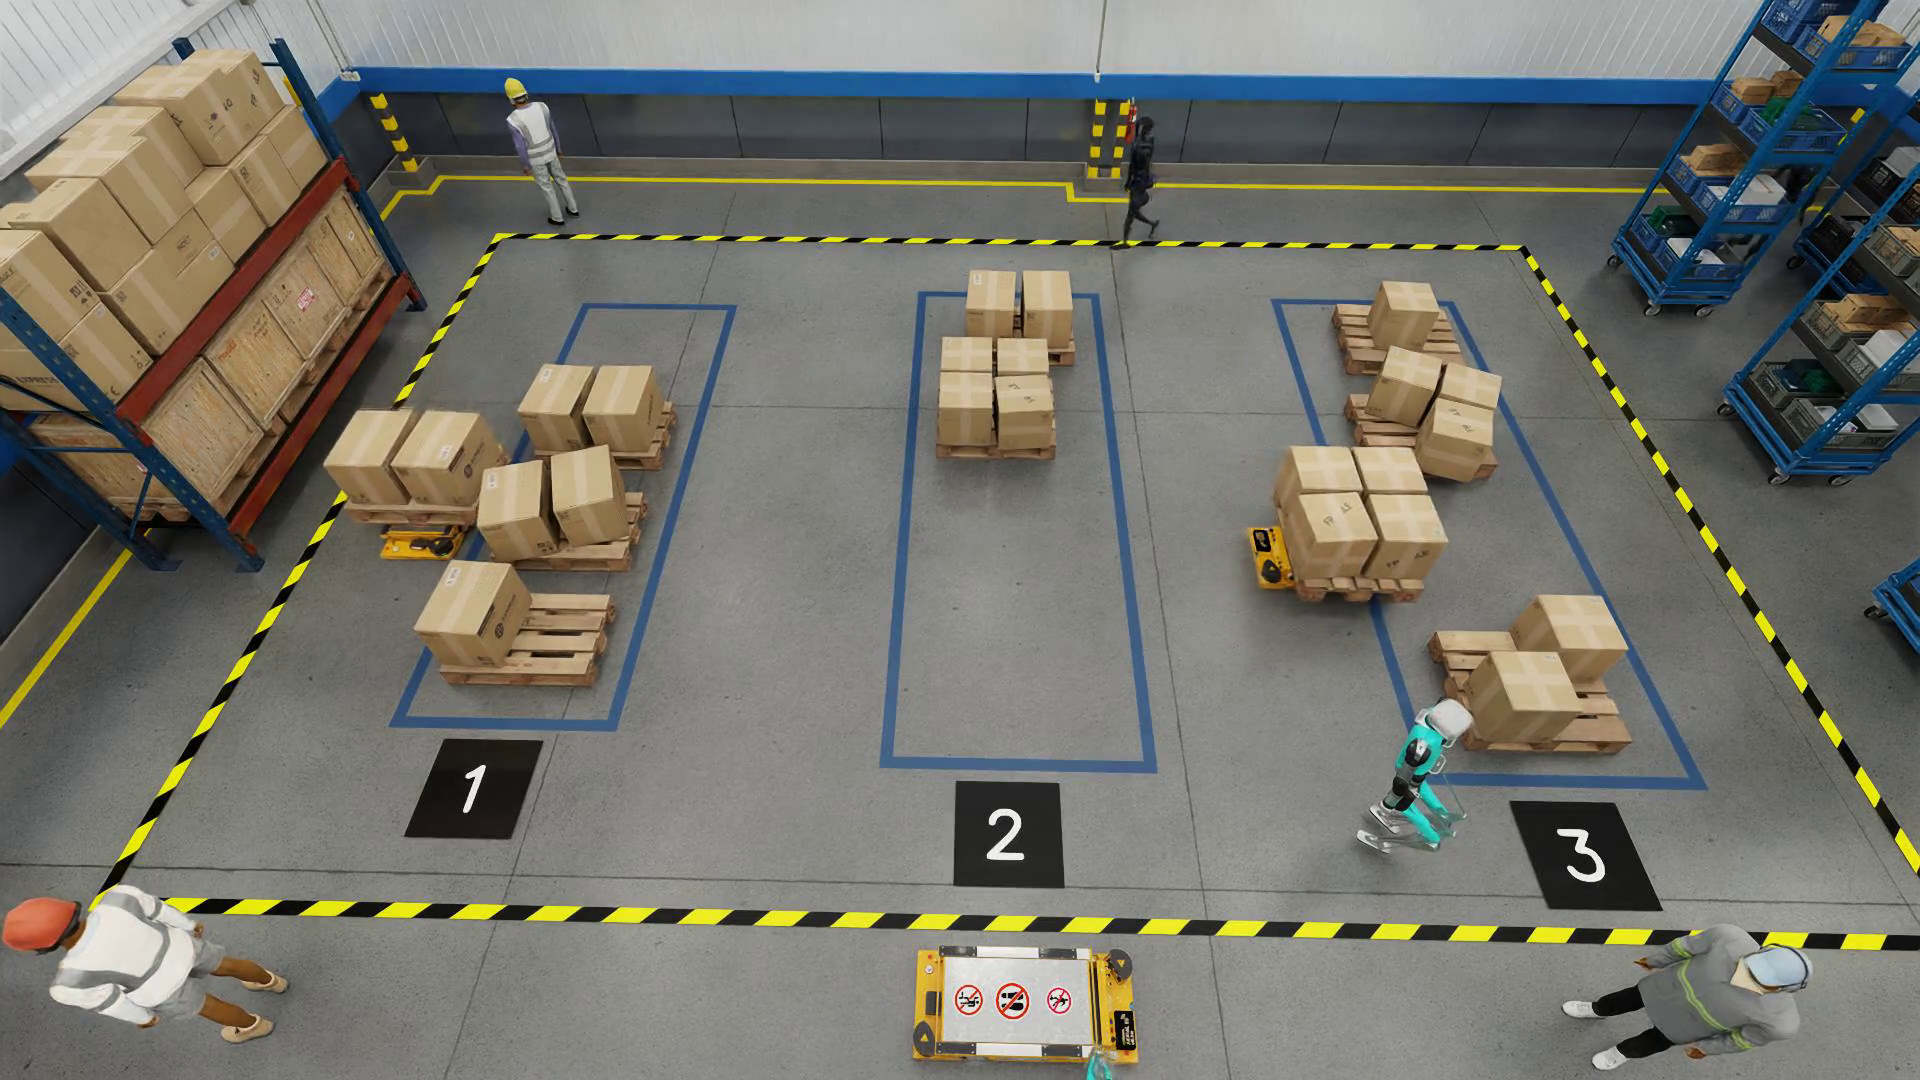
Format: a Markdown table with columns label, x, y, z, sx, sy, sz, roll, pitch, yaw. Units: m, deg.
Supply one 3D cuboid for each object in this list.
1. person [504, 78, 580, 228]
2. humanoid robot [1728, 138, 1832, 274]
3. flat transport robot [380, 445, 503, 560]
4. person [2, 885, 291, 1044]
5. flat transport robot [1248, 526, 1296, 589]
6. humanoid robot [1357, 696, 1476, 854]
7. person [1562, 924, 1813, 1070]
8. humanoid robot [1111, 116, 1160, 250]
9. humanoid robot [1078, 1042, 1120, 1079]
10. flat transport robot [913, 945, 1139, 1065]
| label | x | y | z | sx | sy | sz | roll | pitch | yaw |
| --- | --- | --- | --- | --- | --- | --- | --- | --- | --- |
| person | -5.215 | -4.786 | 11.379 | 0.404 | 1.827 | 0.598 | 27 | 56 | 20 |
| humanoid robot | 9.660 | -3.947 | 10.794 | 0.606 | 1.651 | 0.421 | 10 | 52 | 8 |
| flat transport robot | -4.980 | -0.425 | 8.814 | 0.652 | 0.197 | 1.431 | 1 | 51 | 1 |
| person | -4.648 | 2.486 | 5.313 | 0.367 | 2.048 | 0.606 | -1 | 51 | -1 |
| flat transport robot | 3.420 | 0.134 | 8.358 | 1.431 | 0.197 | 0.652 | 1 | 51 | 1 |
| humanoid robot | 3.143 | 1.684 | 6.081 | 0.735 | 1.674 | 0.533 | 35 | 59 | 25 |
| person | 4.186 | 2.667 | 5.290 | 0.370 | 1.853 | 0.589 | -7 | 51 | -6 |
| humanoid robot | 2.237 | -4.289 | 11.086 | 0.638 | 1.637 | 0.601 | -7 | 51 | -5 |
| humanoid robot | 0.784 | 3.026 | 5.037 | 0.533 | 1.724 | 0.753 | 3 | 51 | 3 |
| flat transport robot | 0.422 | 3.041 | 6.007 | 1.431 | 0.231 | 0.659 | 1 | 51 | 1 |
